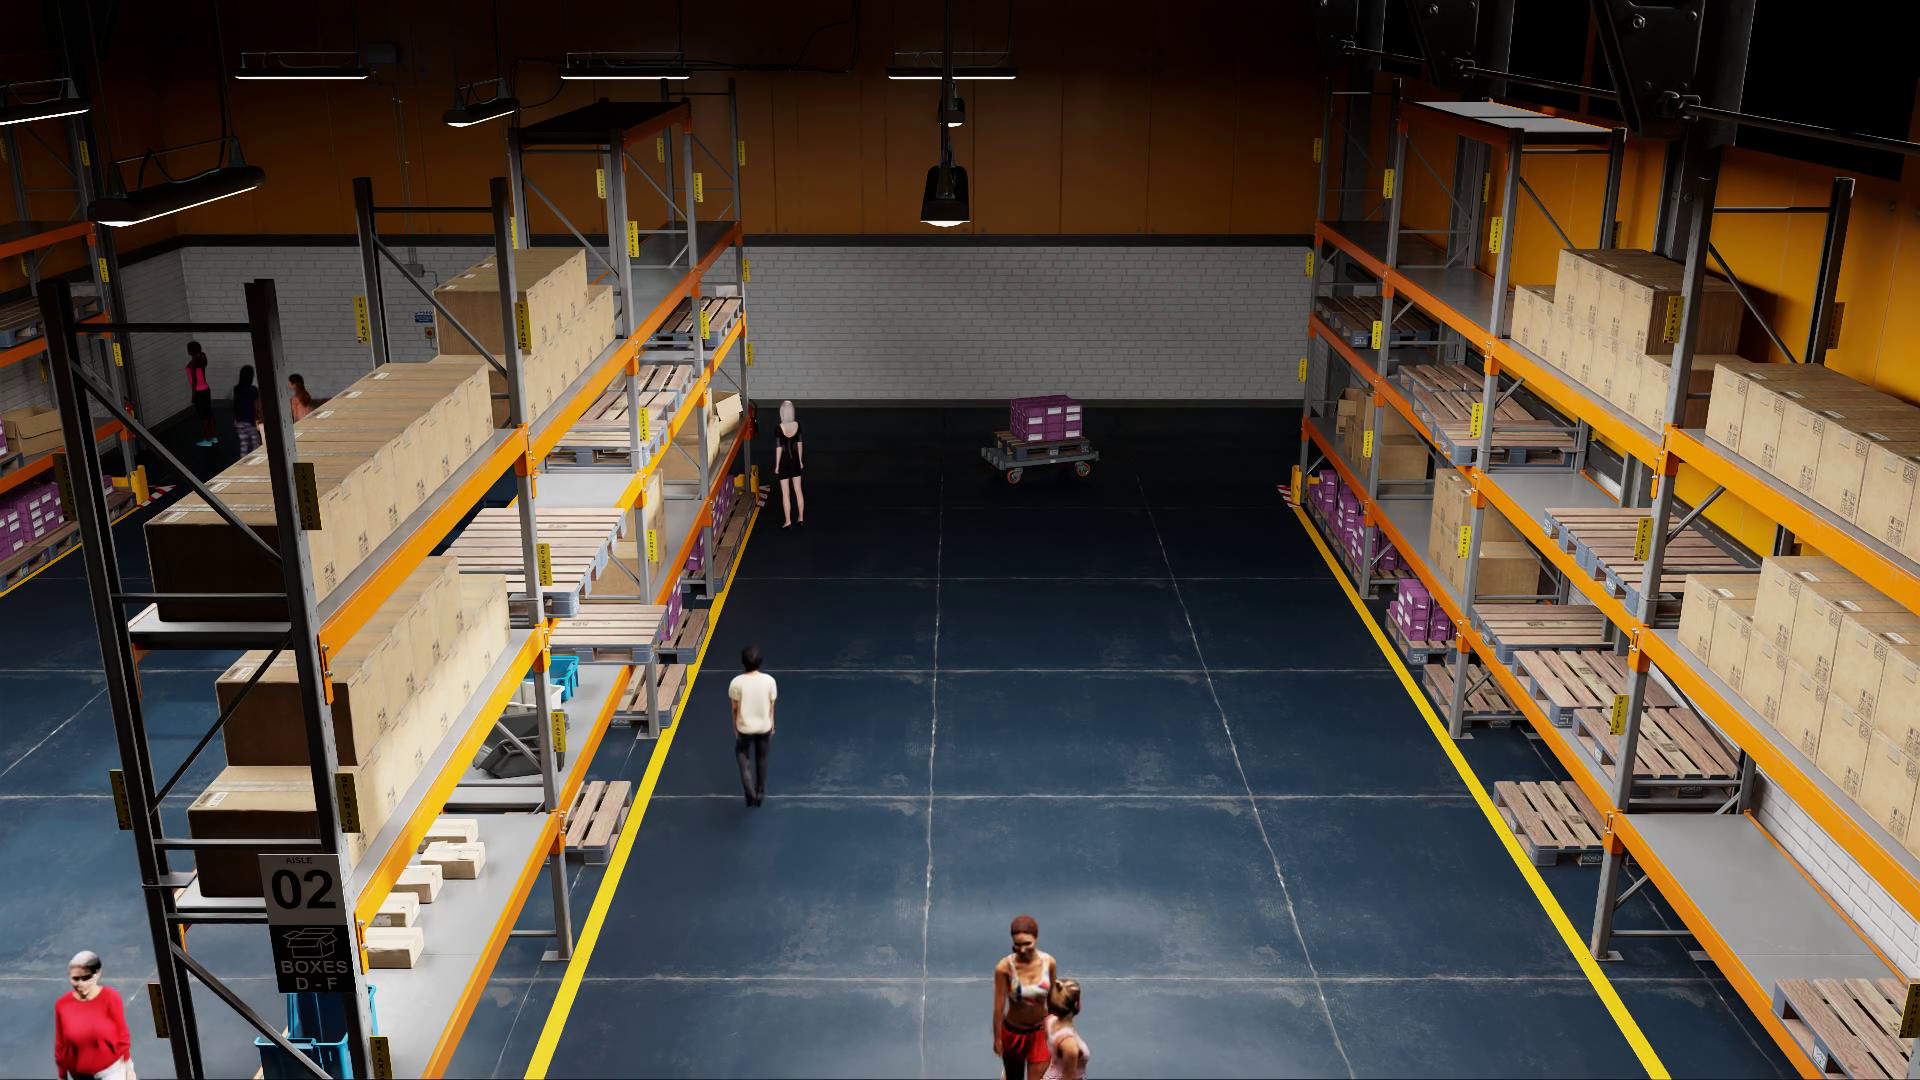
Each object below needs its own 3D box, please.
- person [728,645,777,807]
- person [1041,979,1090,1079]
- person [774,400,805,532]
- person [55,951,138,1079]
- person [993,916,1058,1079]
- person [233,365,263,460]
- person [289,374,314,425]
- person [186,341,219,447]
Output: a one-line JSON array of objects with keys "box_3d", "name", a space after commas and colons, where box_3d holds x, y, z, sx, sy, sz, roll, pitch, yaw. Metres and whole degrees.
[{"box_3d": [-1.859, 1.730, 15.106, 0.669, 1.577, 0.737, -4, 19, -13], "name": "person"}, {"box_3d": [0.525, 3.412, 10.025, 0.900, 1.633, 0.983, -5, 19, -16], "name": "person"}, {"box_3d": [-2.359, -1.035, 22.923, 0.666, 1.829, 0.694, -13, 23, -35], "name": "person"}, {"box_3d": [-5.346, 3.291, 10.371, 0.674, 1.641, 1.160, -3, 19, -9], "name": "person"}, {"box_3d": [0.396, 3.138, 10.639, 0.721, 1.760, 1.099, -4, 19, -12], "name": "person"}, {"box_3d": [-10.865, -1.769, 25.324, 0.788, 1.688, 0.998, 2, 19, 5], "name": "person"}, {"box_3d": [-9.508, -1.511, 24.400, 0.980, 1.789, 1.154, 8, 20, 23], "name": "person"}, {"box_3d": [-12.385, -2.402, 27.150, 0.630, 1.723, 0.507, 2, 19, 5], "name": "person"}]
